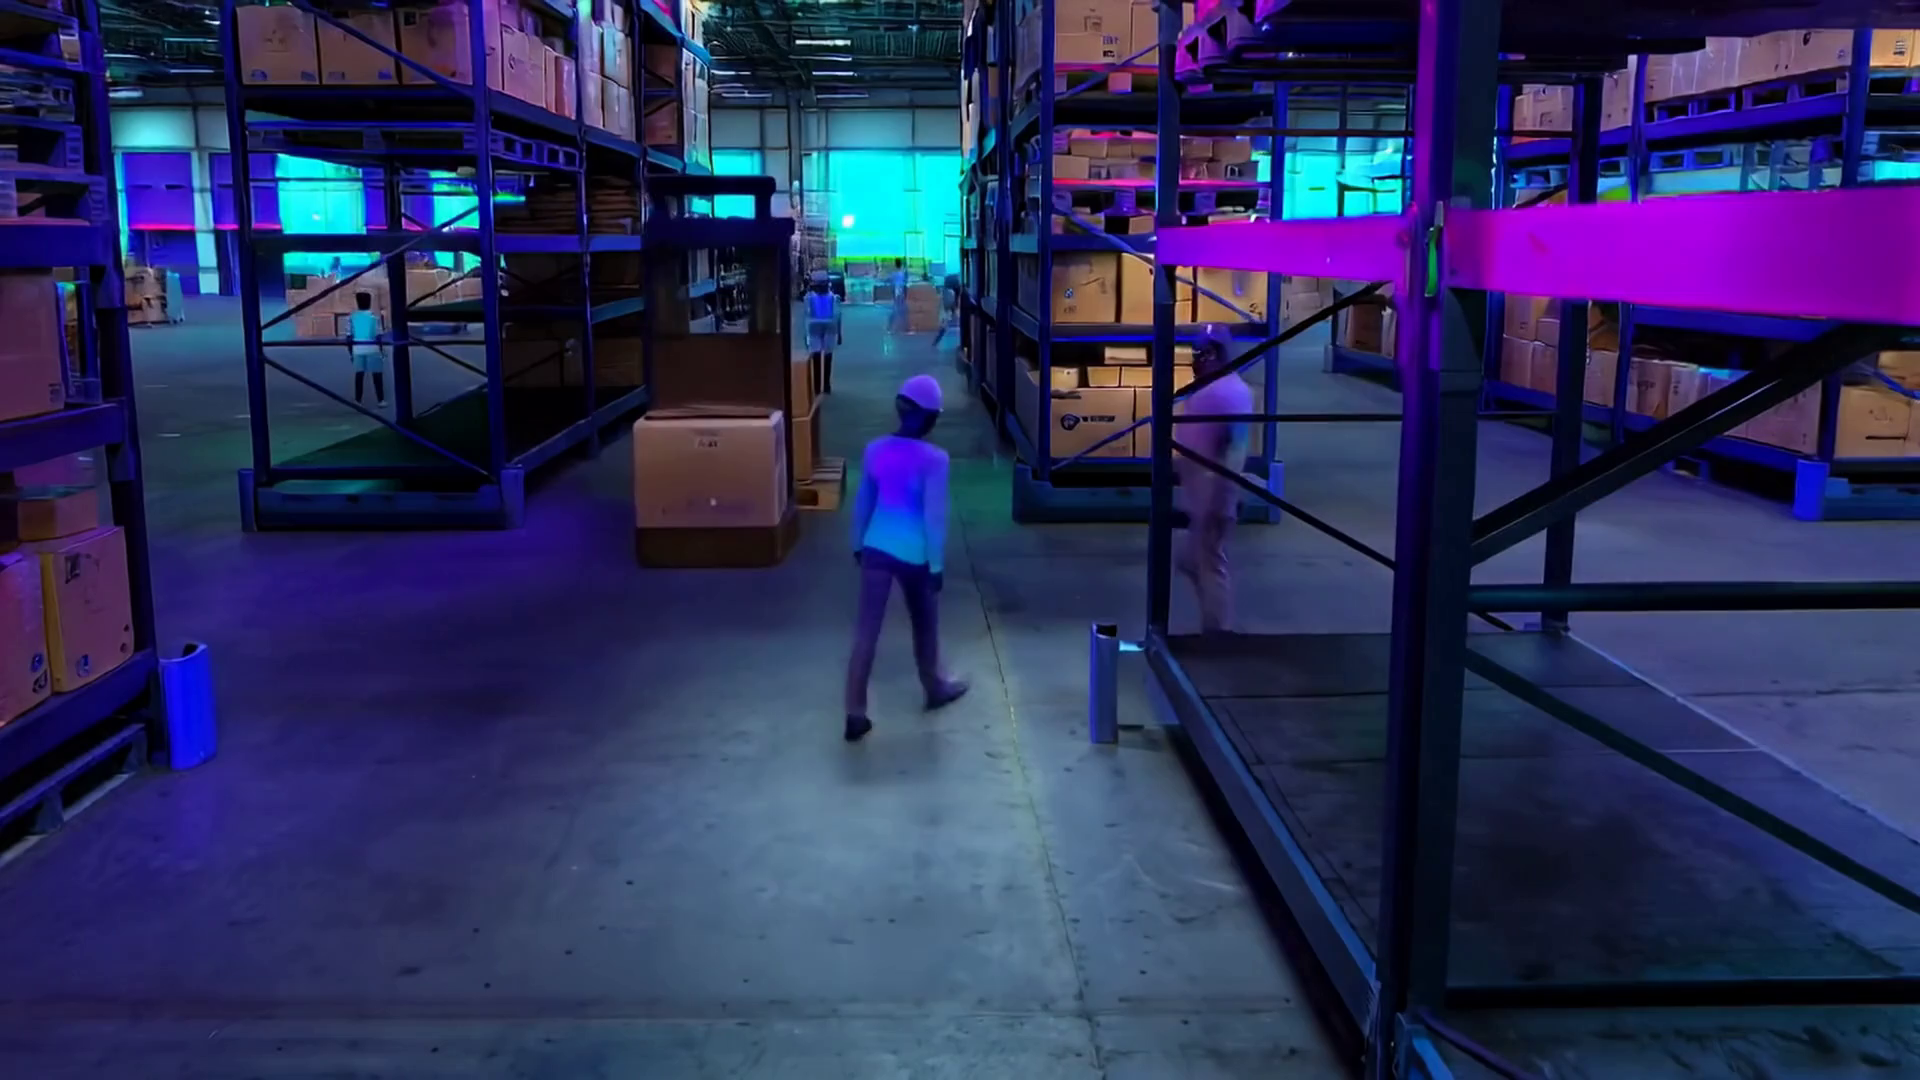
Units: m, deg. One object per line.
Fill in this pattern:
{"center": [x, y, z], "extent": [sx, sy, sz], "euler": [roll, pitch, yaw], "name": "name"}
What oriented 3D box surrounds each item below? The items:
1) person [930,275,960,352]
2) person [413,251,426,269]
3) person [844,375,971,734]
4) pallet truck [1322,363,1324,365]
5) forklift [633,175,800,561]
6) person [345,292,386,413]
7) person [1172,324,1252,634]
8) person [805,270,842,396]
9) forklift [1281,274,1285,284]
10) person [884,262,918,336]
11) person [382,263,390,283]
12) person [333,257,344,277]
{"center": [-0.218, -4.688, 34.601], "extent": [0.690, 1.668, 0.545], "euler": [3, 11, 19], "name": "person"}
{"center": [-20.190, -9.787, 62.143], "extent": [0.484, 1.979, 0.641], "euler": [5, 11, 24], "name": "person"}
{"center": [-0.286, 0.058, 8.038], "extent": [0.627, 1.701, 0.919], "euler": [7, 12, 33], "name": "person"}
{"center": [7.712, -4.157, 30.737], "extent": [1.885, 1.965, 0.823], "euler": [3, 11, 16], "name": "pallet truck"}
{"center": [-1.843, -1.340, 12.583], "extent": [1.129, 2.768, 1.873], "euler": [0, 10, -2], "name": "forklift"}
{"center": [-8.200, -2.589, 22.968], "extent": [0.545, 1.651, 0.866], "euler": [-1, 10, -4], "name": "person"}
{"center": [1.375, -0.251, 9.291], "extent": [0.436, 1.892, 0.646], "euler": [4, 11, 20], "name": "person"}
{"center": [-2.089, -3.167, 25.446], "extent": [0.557, 1.924, 0.495], "euler": [-2, 10, -9], "name": "person"}
{"center": [12.182, -10.594, 64.138], "extent": [1.129, 2.768, 1.873], "euler": [0, 10, -2], "name": "forklift"}
{"center": [-1.503, -6.024, 41.568], "extent": [0.845, 1.860, 0.609], "euler": [3, 10, 14], "name": "person"}
{"center": [-20.681, -9.422, 60.607], "extent": [0.910, 1.800, 0.649], "euler": [5, 11, 25], "name": "person"}
{"center": [-20.583, -8.402, 54.819], "extent": [0.859, 1.838, 0.554], "euler": [-4, 11, -19], "name": "person"}
